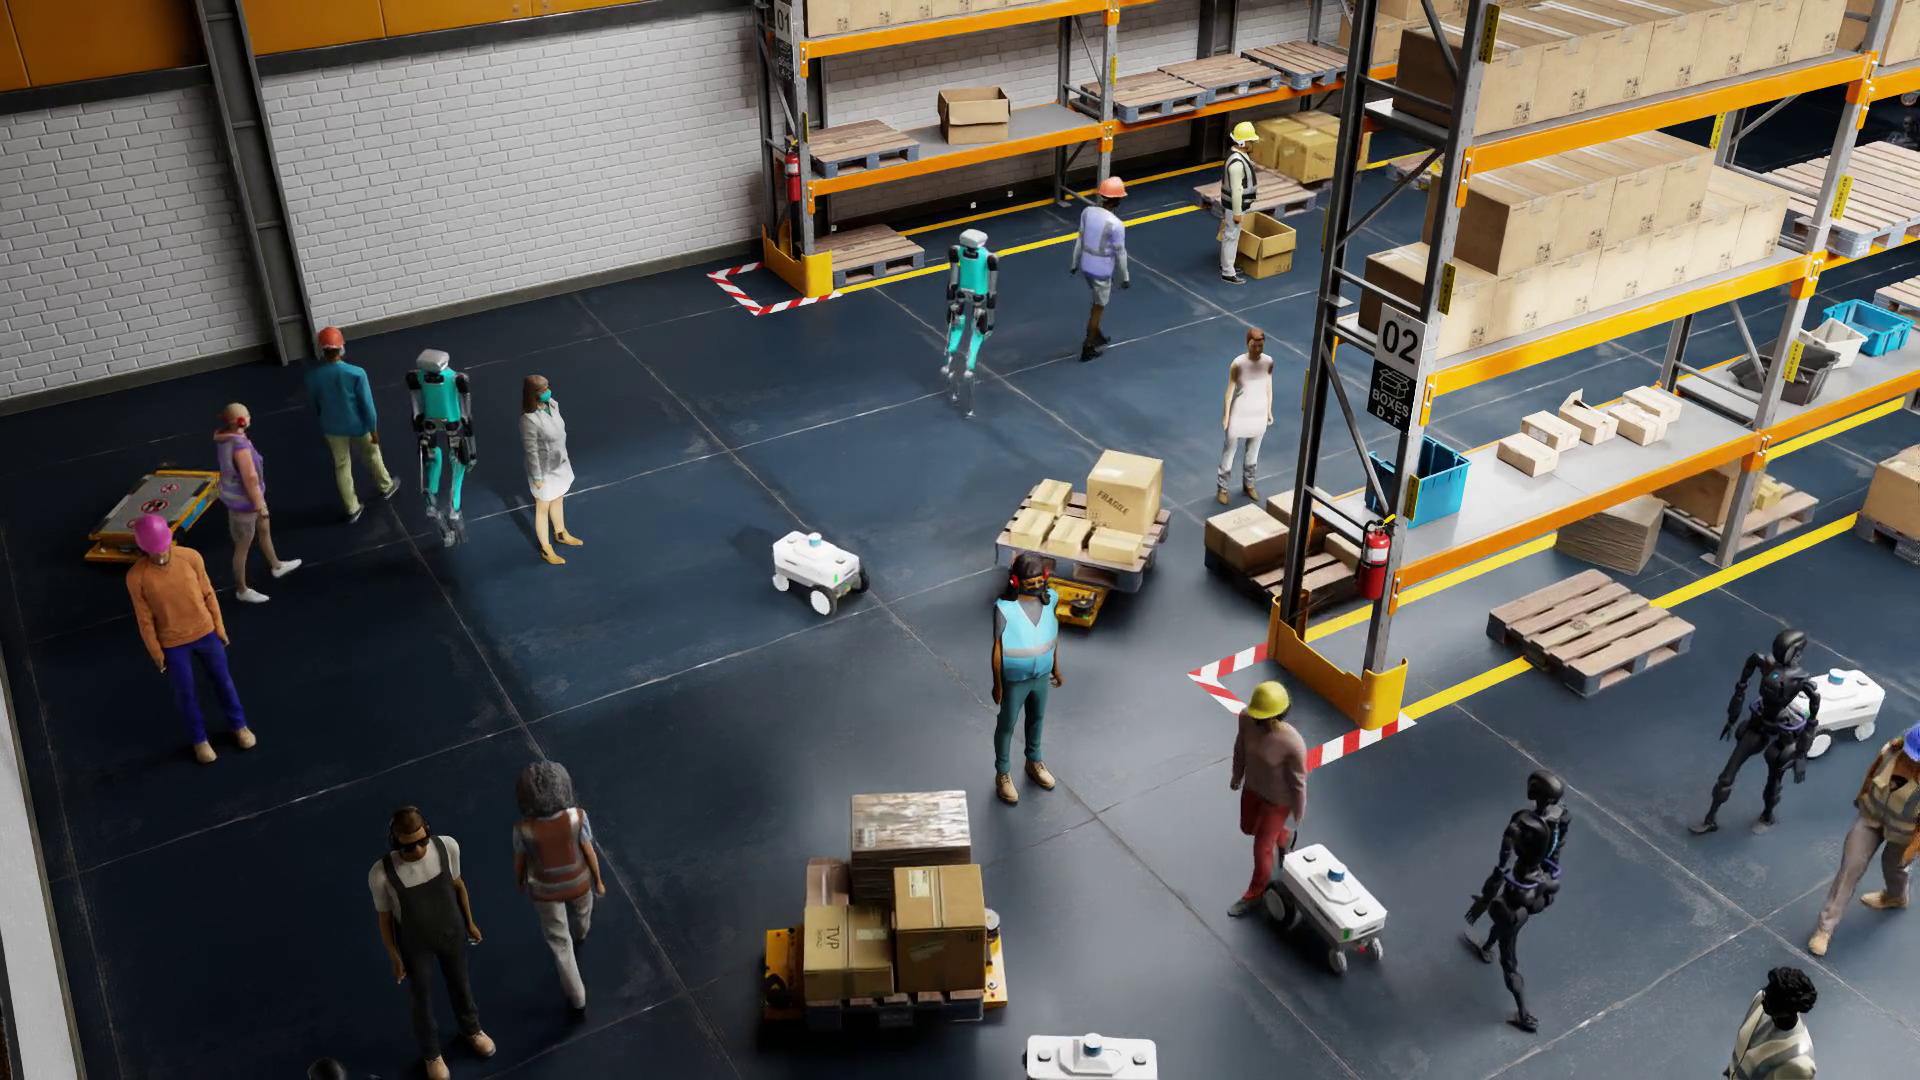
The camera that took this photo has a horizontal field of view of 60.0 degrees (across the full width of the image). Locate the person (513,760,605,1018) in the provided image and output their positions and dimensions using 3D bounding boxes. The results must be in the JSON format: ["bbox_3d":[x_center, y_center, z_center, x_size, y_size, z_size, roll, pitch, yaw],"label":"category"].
[{"bbox_3d":[-2.344,1.934,9.688,0.472,1.641,0.838,-12,34,-18],"label":"person"}]

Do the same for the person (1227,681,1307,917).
[{"bbox_3d":[1.949,1.522,10.265,0.613,1.738,0.535,-19,37,-28],"label":"person"}]

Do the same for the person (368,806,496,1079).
[{"bbox_3d":[-2.888,2.186,9.113,0.503,1.846,0.345,-25,40,-34],"label":"person"}]

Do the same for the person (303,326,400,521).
[{"bbox_3d":[-5.276,-1.060,14.401,0.570,1.717,0.759,0,32,0],"label":"person"}]

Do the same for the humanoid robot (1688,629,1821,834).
[{"bbox_3d":[5.205,1.276,10.746,0.712,1.633,0.611,-19,37,-28],"label":"humanoid robot"}]

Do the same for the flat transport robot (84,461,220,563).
[{"bbox_3d":[-6.958,-0.245,14.475,0.659,0.231,1.431,2,32,3],"label":"flat transport robot"}]

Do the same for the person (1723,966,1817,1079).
[{"bbox_3d":[3.983,2.779,8.313,0.321,1.691,0.532,0,32,1],"label":"person"}]

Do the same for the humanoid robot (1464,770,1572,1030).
[{"bbox_3d":[3.219,2.016,9.603,0.604,1.642,0.742,-18,36,-26],"label":"humanoid robot"}]

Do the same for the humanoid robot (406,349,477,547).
[{"bbox_3d":[-4.297,-0.624,13.738,0.545,1.829,0.728,4,32,6],"label":"humanoid robot"}]

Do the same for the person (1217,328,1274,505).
[{"bbox_3d":[2.506,-1.087,14.505,0.460,1.659,0.269,-7,33,-11],"label":"person"}]

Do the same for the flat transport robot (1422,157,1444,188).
[{"bbox_3d":[6.677,-4.759,21.673,1.431,0.231,0.659,4,32,6],"label":"flat transport robot"}]

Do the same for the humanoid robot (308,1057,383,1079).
[{"bbox_3d":[-2.824,3.060,7.865,0.315,1.657,0.599,18,36,26],"label":"humanoid robot"}]

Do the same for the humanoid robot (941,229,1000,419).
[{"bbox_3d":[-0.003,-2.016,15.952,0.530,1.799,0.807,16,36,24],"label":"humanoid robot"}]

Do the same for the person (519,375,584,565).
[{"bbox_3d":[-3.388,-0.600,13.727,0.338,1.661,0.485,10,33,16],"label":"person"}]

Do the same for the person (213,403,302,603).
[{"bbox_3d":[-5.684,-0.308,13.266,0.598,1.661,0.493,-18,36,-26],"label":"person"}]

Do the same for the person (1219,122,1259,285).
[{"bbox_3d":[3.118,-3.791,18.659,0.404,1.832,0.595,3,32,5],"label":"person"}]

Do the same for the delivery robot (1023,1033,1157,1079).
[{"bbox_3d":[0.696,2.954,9.122,0.818,0.614,0.499,1,32,2],"label":"delivery robot"}]

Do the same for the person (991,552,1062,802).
[{"bbox_3d":[0.429,0.901,11.144,0.515,1.866,0.391,-16,35,-24],"label":"person"}]

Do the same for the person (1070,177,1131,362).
[{"bbox_3d":[1.460,-2.779,16.976,0.689,1.906,0.623,-24,39,-33],"label":"person"}]

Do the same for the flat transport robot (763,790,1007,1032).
[{"bbox_3d":[-0.455,2.548,10.021,1.431,0.231,0.659,-2,32,-3],"label":"flat transport robot"}]

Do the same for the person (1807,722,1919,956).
[{"bbox_3d":[5.610,1.692,10.025,0.890,1.713,0.515,-19,37,-28],"label":"person"}]

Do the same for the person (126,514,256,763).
[{"bbox_3d":[-5.321,0.660,11.432,0.520,1.972,0.405,-23,39,-32],"label":"person"}]

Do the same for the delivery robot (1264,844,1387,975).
[{"bbox_3d":[2.276,2.229,10.274,0.499,0.610,0.788,-14,35,-21],"label":"delivery robot"}]

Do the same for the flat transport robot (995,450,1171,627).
[{"bbox_3d":[0.985,0.214,13.743,0.659,0.231,1.431,12,34,18],"label":"flat transport robot"}]

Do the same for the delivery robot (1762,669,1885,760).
[{"bbox_3d":[6.199,1.191,11.910,0.792,0.589,0.499,-9,33,-14],"label":"delivery robot"}]

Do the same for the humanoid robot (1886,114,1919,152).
[{"bbox_3d":[10.902,-4.203,19.512,0.789,1.624,0.608,-6,33,-9],"label":"humanoid robot"}]

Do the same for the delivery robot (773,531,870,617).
[{"bbox_3d":[-1.147,0.232,13.455,0.807,0.606,0.499,21,38,30],"label":"delivery robot"}]
